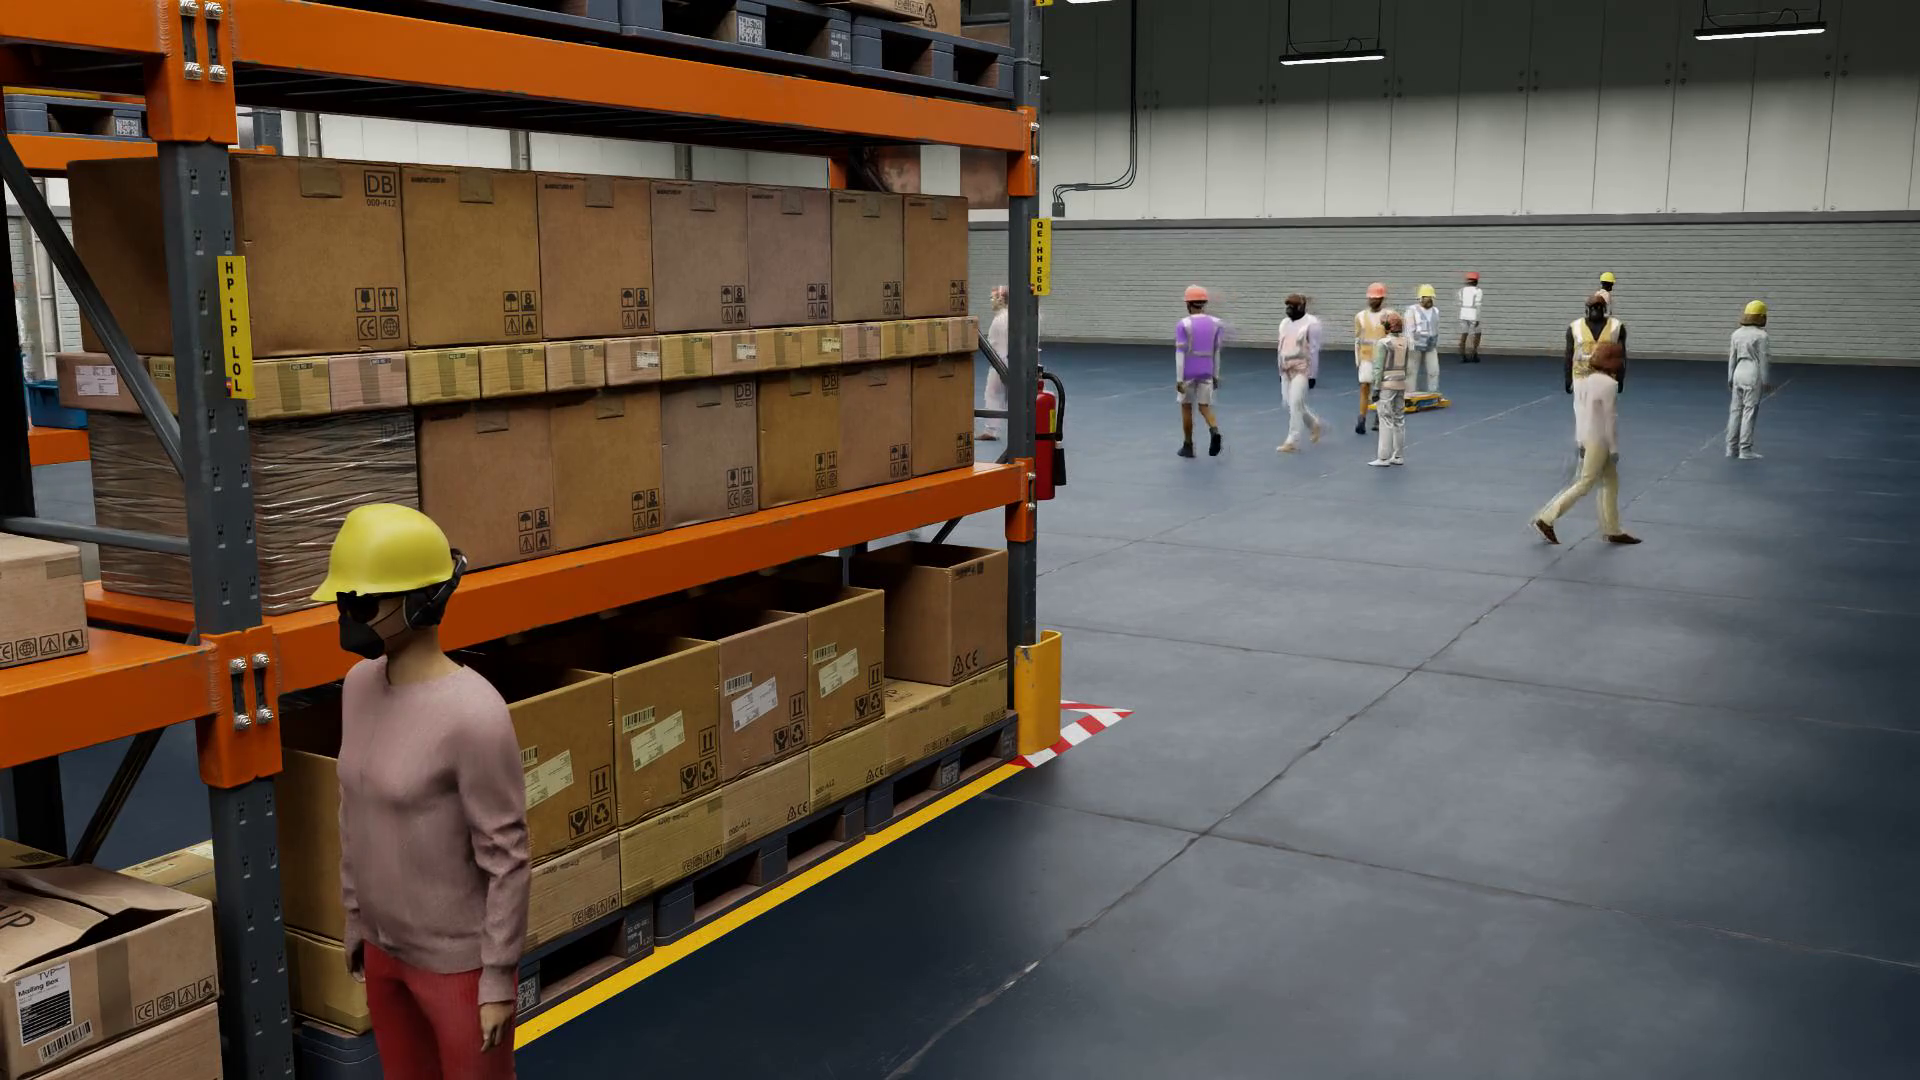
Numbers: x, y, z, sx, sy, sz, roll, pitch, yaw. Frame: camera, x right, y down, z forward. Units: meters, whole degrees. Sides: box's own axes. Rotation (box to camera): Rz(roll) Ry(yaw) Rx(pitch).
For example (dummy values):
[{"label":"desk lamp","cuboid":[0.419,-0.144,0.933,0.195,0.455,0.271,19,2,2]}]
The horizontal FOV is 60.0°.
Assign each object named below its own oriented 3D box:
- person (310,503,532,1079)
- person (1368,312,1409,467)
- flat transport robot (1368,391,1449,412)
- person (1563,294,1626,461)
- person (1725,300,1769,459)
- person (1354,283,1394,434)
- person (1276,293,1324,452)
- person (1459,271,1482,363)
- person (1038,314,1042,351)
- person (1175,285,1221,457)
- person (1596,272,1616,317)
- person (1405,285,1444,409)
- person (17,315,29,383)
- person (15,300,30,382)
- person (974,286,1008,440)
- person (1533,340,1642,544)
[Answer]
[{"label":"person","cuboid":[-1.053,0.801,3.253,0.533,1.767,0.327,8,12,38]},{"label":"person","cuboid":[4.568,-1.592,17.655,0.517,1.634,0.311,-9,13,-41]},{"label":"flat transport robot","cuboid":[6.499,-2.020,24.140,0.652,0.197,1.431,8,13,40]},{"label":"person","cuboid":[6.928,-1.781,18.203,0.638,1.821,0.636,3,10,17]},{"label":"person","cuboid":[8.713,-1.765,18.342,0.306,1.742,0.493,-3,10,-17]},{"label":"person","cuboid":[5.218,-2.279,20.942,0.551,1.891,0.995,4,10,21]},{"label":"person","cuboid":[3.931,-1.921,19.070,0.724,1.820,0.633,-5,11,-29]},{"label":"person","cuboid":[10.679,-4.645,34.691,0.657,1.913,0.546,-9,13,-42]},{"label":"person","cuboid":[1.678,-5.402,39.092,0.359,1.930,0.588,-5,11,-28]},{"label":"person","cuboid":[2.617,-1.833,18.231,0.560,1.918,0.702,-3,10,-19]},{"label":"person","cuboid":[11.991,-4.018,30.996,0.364,1.928,0.586,1,10,3]},{"label":"person","cuboid":[6.799,-2.804,24.249,0.599,1.804,0.757,-3,10,-16]},{"label":"person","cuboid":[-10.644,-1.885,18.392,0.361,1.964,0.614,7,12,35]},{"label":"person","cuboid":[-14.987,-3.172,26.217,0.579,1.868,0.475,5,11,29]},{"label":"person","cuboid":[0.603,-2.128,20.106,0.830,1.880,0.647,2,10,10]},{"label":"person","cuboid":[4.859,-0.746,12.804,0.806,1.599,0.510,1,10,6]}]
